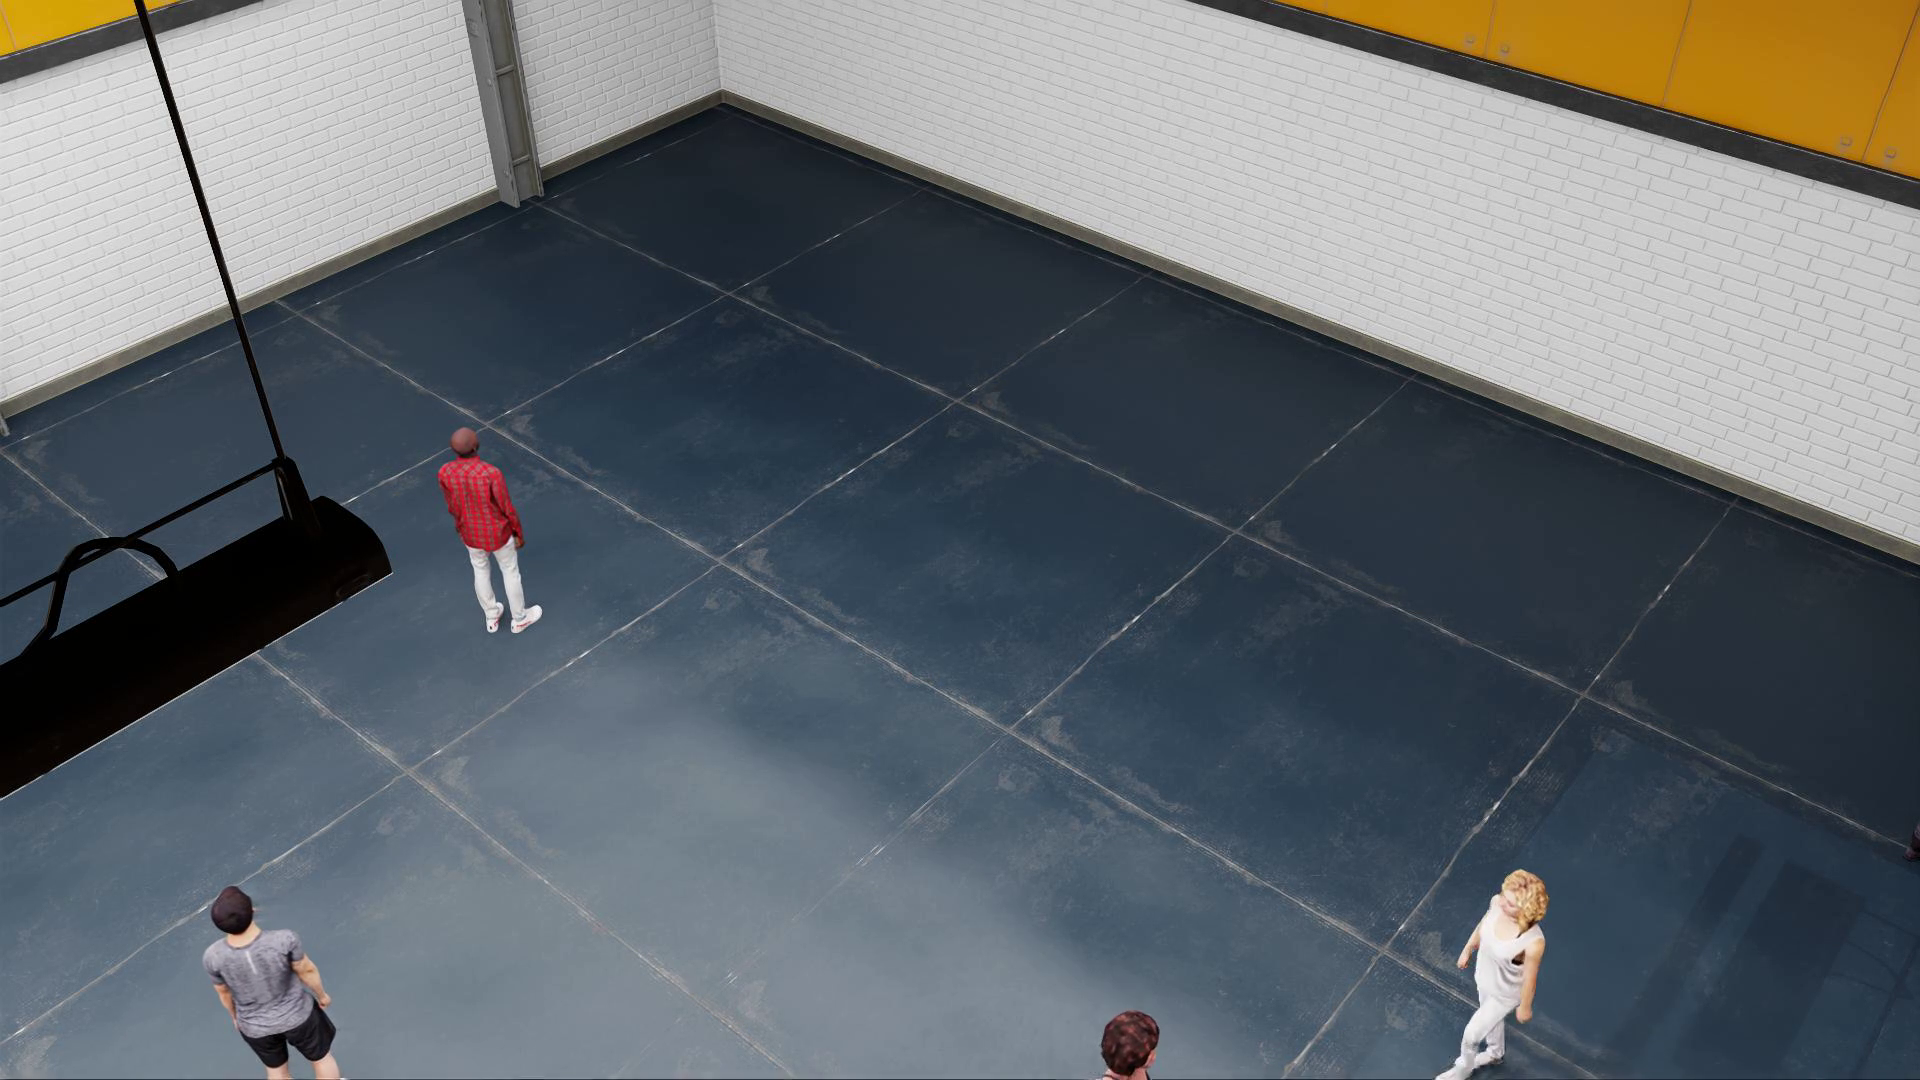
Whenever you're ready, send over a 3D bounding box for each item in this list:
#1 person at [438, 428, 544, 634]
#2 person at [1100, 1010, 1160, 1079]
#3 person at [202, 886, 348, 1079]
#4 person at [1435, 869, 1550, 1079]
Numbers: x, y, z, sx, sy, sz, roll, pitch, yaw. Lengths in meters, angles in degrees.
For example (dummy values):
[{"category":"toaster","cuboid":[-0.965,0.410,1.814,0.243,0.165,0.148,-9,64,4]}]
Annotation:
[{"category":"person","cuboid":[-3.482,-0.074,12.236,0.753,1.819,0.759,6,39,8]},{"category":"person","cuboid":[0.717,2.998,8.424,0.779,1.776,0.741,11,40,14]},{"category":"person","cuboid":[-3.668,2.542,8.922,0.698,1.866,0.798,-9,39,-11]},{"category":"person","cuboid":[3.078,2.429,9.233,0.884,1.656,0.820,-8,39,-10]}]
